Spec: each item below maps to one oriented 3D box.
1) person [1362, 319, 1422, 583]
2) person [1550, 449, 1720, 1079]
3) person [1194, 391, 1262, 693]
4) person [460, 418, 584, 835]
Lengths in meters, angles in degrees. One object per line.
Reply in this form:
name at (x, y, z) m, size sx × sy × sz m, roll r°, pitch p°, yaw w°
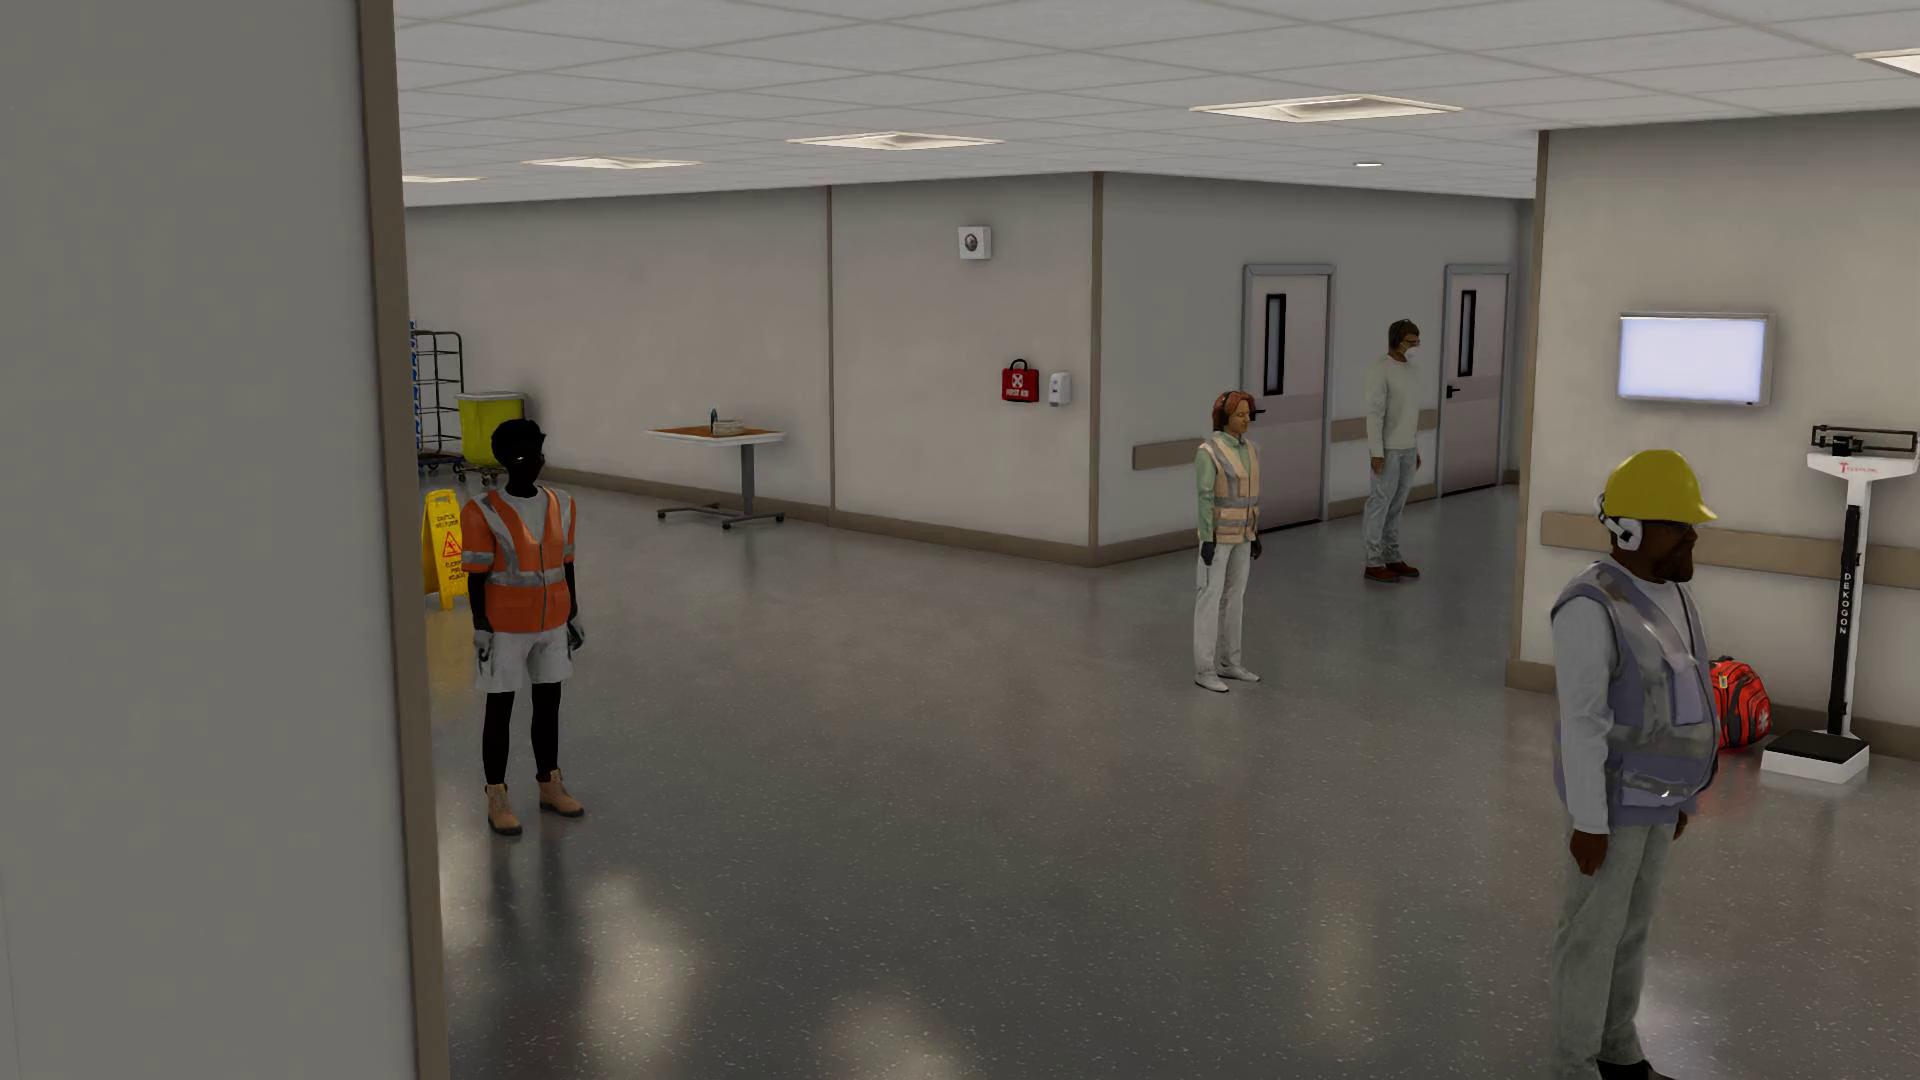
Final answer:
person at (3.215, -0.662, 12.299) m, size 0.373 × 1.936 × 0.629 m, roll 9°, pitch 13°, yaw 43°
person at (1.796, 0.670, 4.439) m, size 0.403 × 1.833 × 0.586 m, roll 9°, pitch 13°, yaw 43°
person at (1.471, 0.000, 9.140) m, size 0.308 × 1.640 × 0.510 m, roll 9°, pitch 13°, yaw 43°
person at (-1.790, 0.344, 6.855) m, size 0.319 × 1.696 × 0.532 m, roll 9°, pitch 13°, yaw 43°
